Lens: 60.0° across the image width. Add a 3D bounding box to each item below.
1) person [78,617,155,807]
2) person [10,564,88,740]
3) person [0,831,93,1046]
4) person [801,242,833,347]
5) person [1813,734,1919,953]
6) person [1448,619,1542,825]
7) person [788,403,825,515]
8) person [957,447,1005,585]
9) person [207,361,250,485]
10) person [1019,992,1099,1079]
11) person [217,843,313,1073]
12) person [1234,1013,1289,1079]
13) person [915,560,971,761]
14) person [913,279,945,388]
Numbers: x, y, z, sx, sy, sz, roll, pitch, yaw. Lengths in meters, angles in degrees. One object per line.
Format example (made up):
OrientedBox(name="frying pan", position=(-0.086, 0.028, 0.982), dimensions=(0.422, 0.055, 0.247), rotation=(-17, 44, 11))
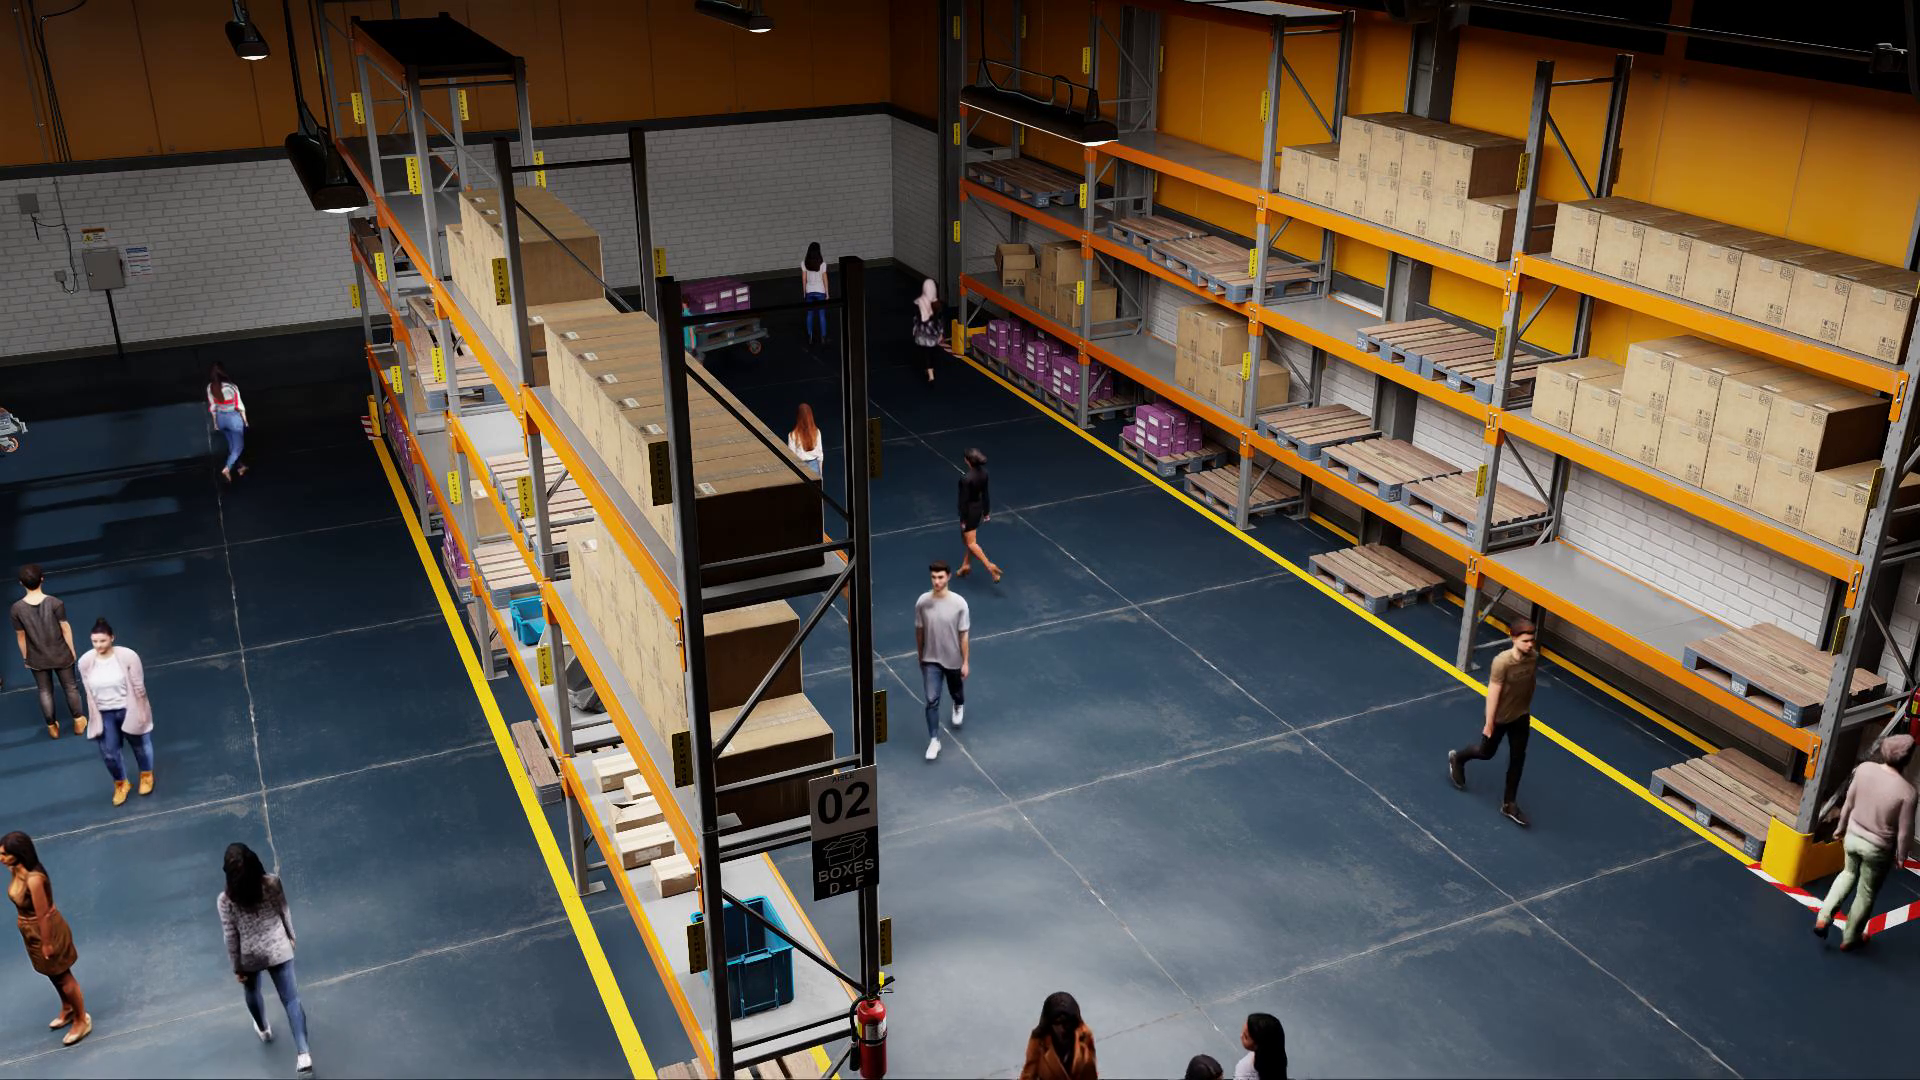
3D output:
OrientedBox(name="person", position=(-7.282, 1.427, 14.479), dimensions=(0.754, 1.728, 0.776), rotation=(-5, 24, -12))
OrientedBox(name="person", position=(-8.441, 1.030, 15.409), dimensions=(0.629, 1.711, 0.578), rotation=(-7, 25, -16))
OrientedBox(name="person", position=(-6.348, 2.734, 11.542), dimensions=(0.584, 1.686, 0.694), rotation=(18, 29, 35))
OrientedBox(name="person", position=(-2.333, -3.962, 26.864), dimensions=(0.679, 1.682, 0.730), rotation=(7, 25, 16))
OrientedBox(name="person", position=(6.694, 2.289, 12.336), dimensions=(0.777, 1.865, 0.730), rotation=(-13, 27, -27))
OrientedBox(name="person", position=(4.623, 1.472, 14.254), dimensions=(0.654, 1.825, 1.137), rotation=(-10, 26, -22))
OrientedBox(name="person", position=(-1.800, -0.789, 19.548), dimensions=(0.586, 1.728, 0.524), rotation=(-8, 25, -18))
OrientedBox(name="person", position=(0.190, -0.227, 18.401), dimensions=(1.049, 1.618, 0.815), rotation=(20, 30, 38))
OrientedBox(name="person", position=(-9.397, -1.486, 21.315), dimensions=(0.916, 1.591, 1.072), rotation=(3, 24, 6))
OrientedBox(name="person", position=(0.562, 3.386, 10.023), dimensions=(0.679, 1.709, 0.684), rotation=(-7, 25, -16))
OrientedBox(name="person", position=(-4.692, 2.846, 11.269), dimensions=(0.701, 1.698, 1.171), rotation=(-14, 27, -29))
OrientedBox(name="person", position=(1.827, 3.506, 9.727), dimensions=(0.808, 1.725, 0.739), rotation=(5, 24, 12))
OrientedBox(name="person", position=(-0.121, 1.030, 15.215), dimensions=(1.032, 1.866, 1.200), rotation=(3, 24, 7))
OrientedBox(name="person", position=(-0.471, -3.070, 24.925), dimensions=(0.766, 1.601, 1.139), rotation=(-6, 24, -13))
